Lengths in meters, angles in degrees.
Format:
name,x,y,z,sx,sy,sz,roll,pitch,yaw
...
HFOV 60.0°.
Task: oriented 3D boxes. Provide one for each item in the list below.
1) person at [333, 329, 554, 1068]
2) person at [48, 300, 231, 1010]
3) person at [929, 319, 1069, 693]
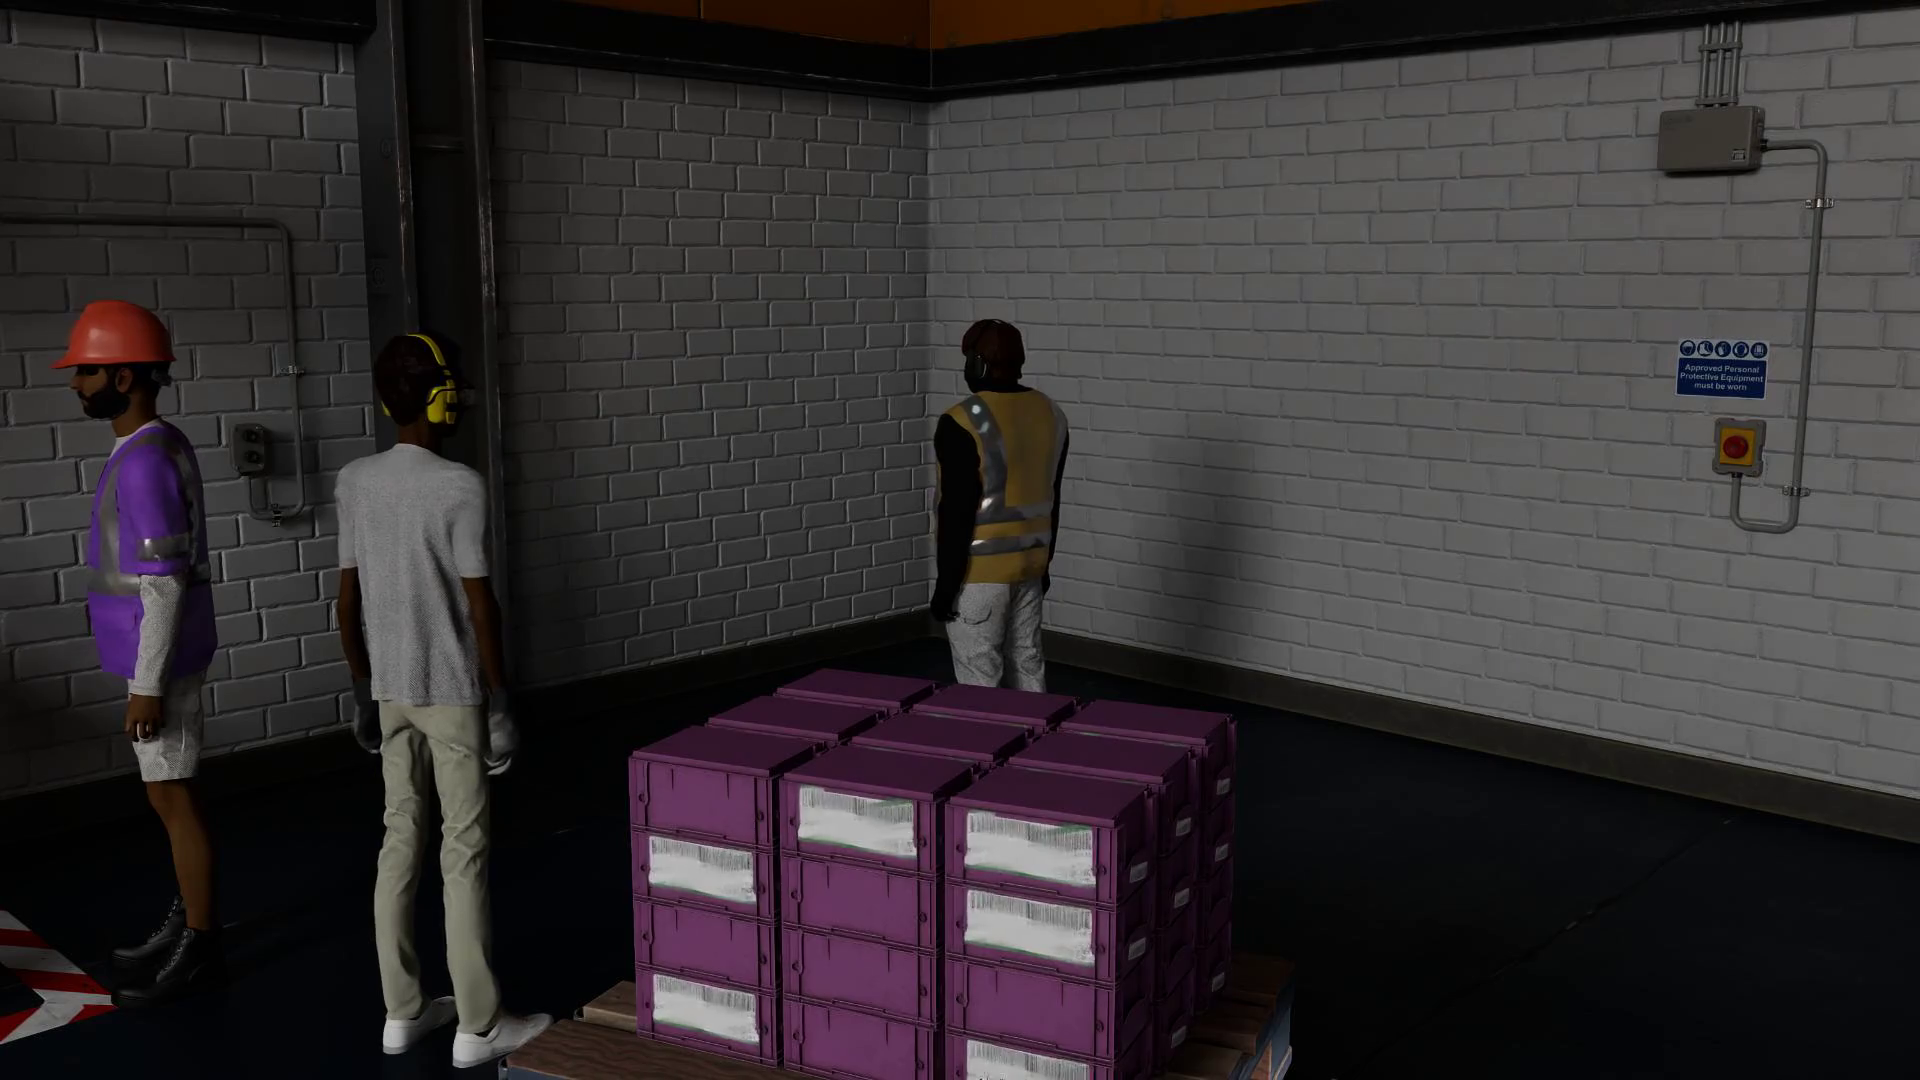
name,x,y,z,sx,sy,sz,roll,pitch,yaw
person,-1.341,0.405,4.246,0.520,1.874,0.332,4,10,26
person,-2.251,0.314,4.604,0.360,1.938,0.545,-5,10,-26
person,0.115,0.114,6.122,0.429,1.842,0.635,8,12,41
